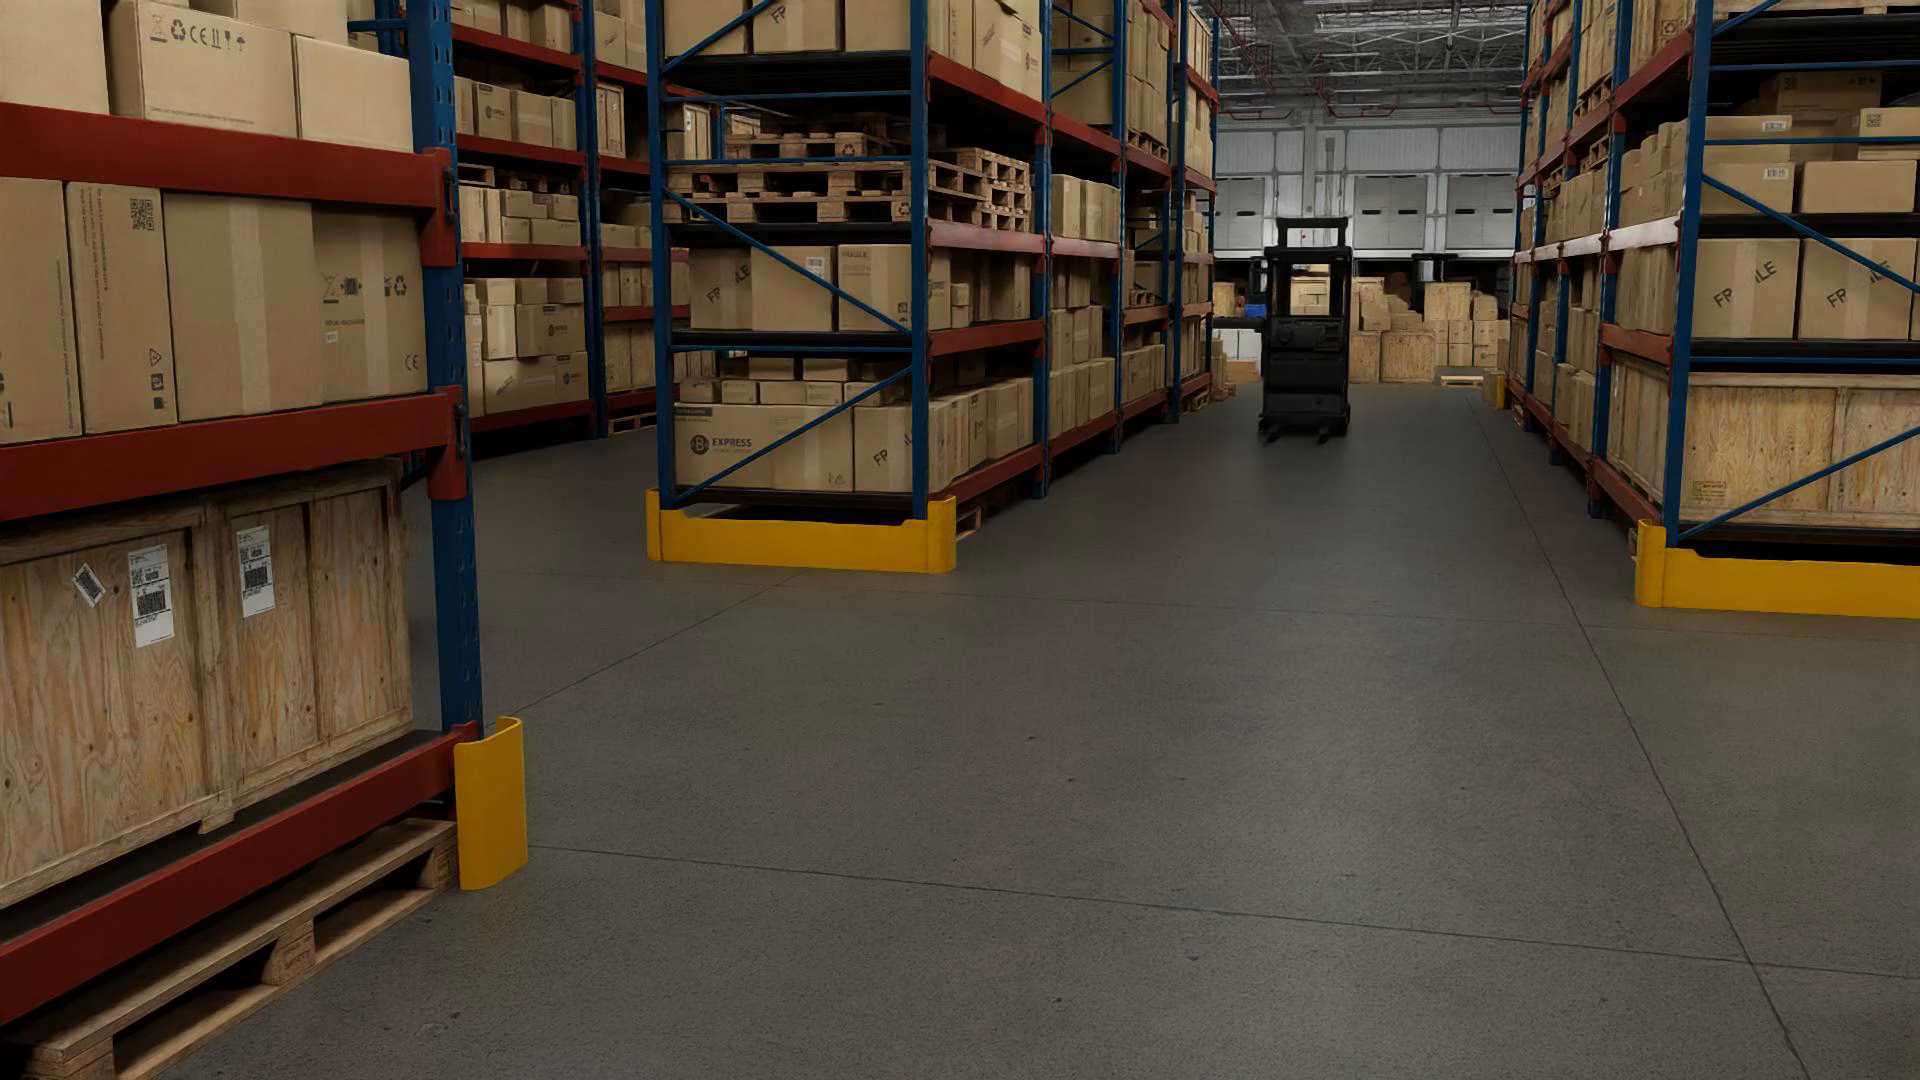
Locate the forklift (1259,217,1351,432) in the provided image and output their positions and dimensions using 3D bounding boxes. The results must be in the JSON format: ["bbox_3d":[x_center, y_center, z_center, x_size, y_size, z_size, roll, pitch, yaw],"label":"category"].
[{"bbox_3d":[4.672,-2.906,22.238,1.129,2.768,1.873,2,9,15],"label":"forklift"}]

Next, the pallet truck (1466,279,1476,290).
[{"bbox_3d":[18.896,-8.459,60.307,1.885,1.965,0.823,5,10,31],"label":"pallet truck"}]

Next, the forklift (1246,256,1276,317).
[{"bbox_3d":[11.003,-8.927,60.490,1.129,2.768,1.873,2,9,15],"label":"forklift"}]

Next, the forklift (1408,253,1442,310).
[{"bbox_3d":[15.027,-7.866,53.745,1.129,2.768,1.873,-2,9,-13],"label":"forklift"}]

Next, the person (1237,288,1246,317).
[{"bbox_3d":[10.580,-8.625,62.361,0.402,1.673,0.571,4,10,22],"label":"person"}]
